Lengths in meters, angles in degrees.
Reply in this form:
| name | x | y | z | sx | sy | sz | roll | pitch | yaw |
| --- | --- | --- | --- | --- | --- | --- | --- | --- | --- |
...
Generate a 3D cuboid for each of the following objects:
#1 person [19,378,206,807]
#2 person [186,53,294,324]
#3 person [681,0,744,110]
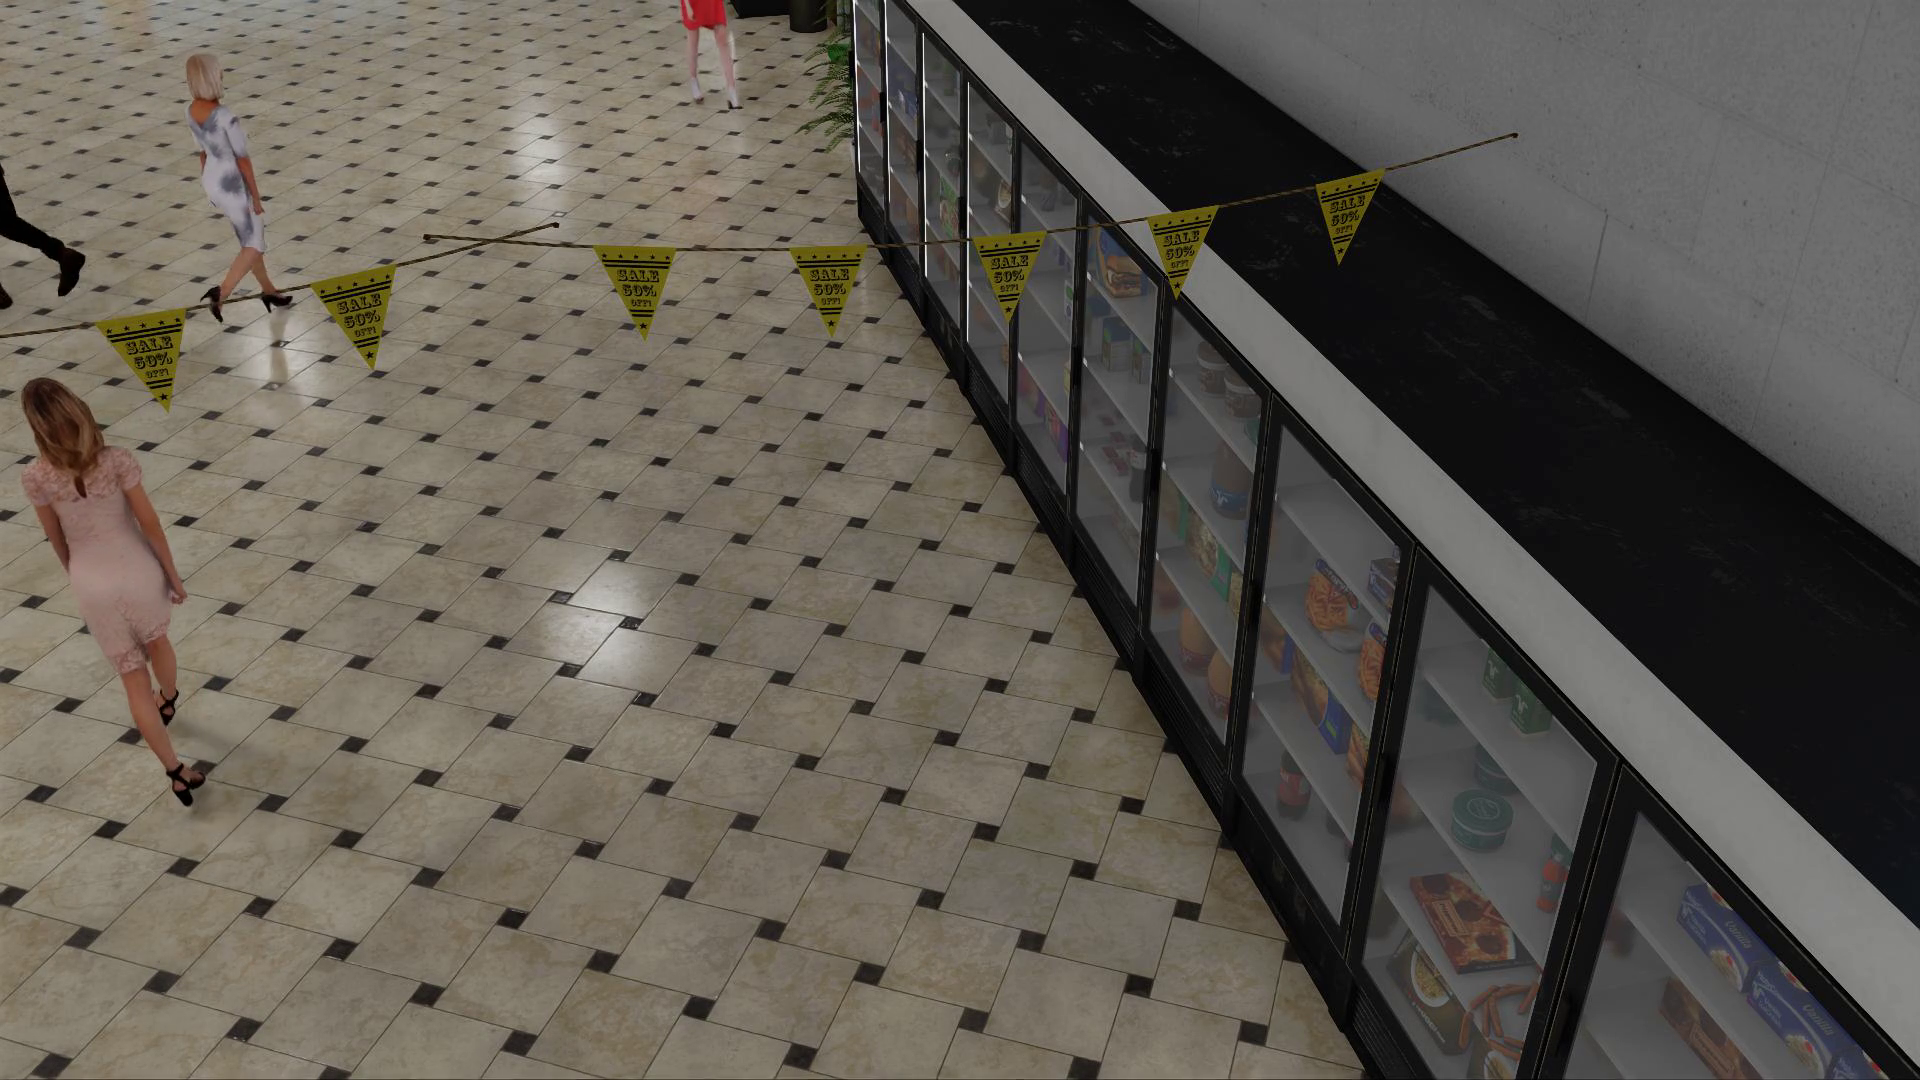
| name | x | y | z | sx | sy | sz | roll | pitch | yaw |
| --- | --- | --- | --- | --- | --- | --- | --- | --- | --- |
| person | -3.280 | 0.260 | 6.556 | 1.019 | 1.770 | 0.796 | -10 | 33 | -16 |
| person | -4.637 | -2.164 | 10.490 | 0.967 | 1.730 | 0.999 | 14 | 35 | 22 |
| person | -2.288 | -4.670 | 14.464 | 1.003 | 1.785 | 0.821 | -17 | 36 | -25 |
